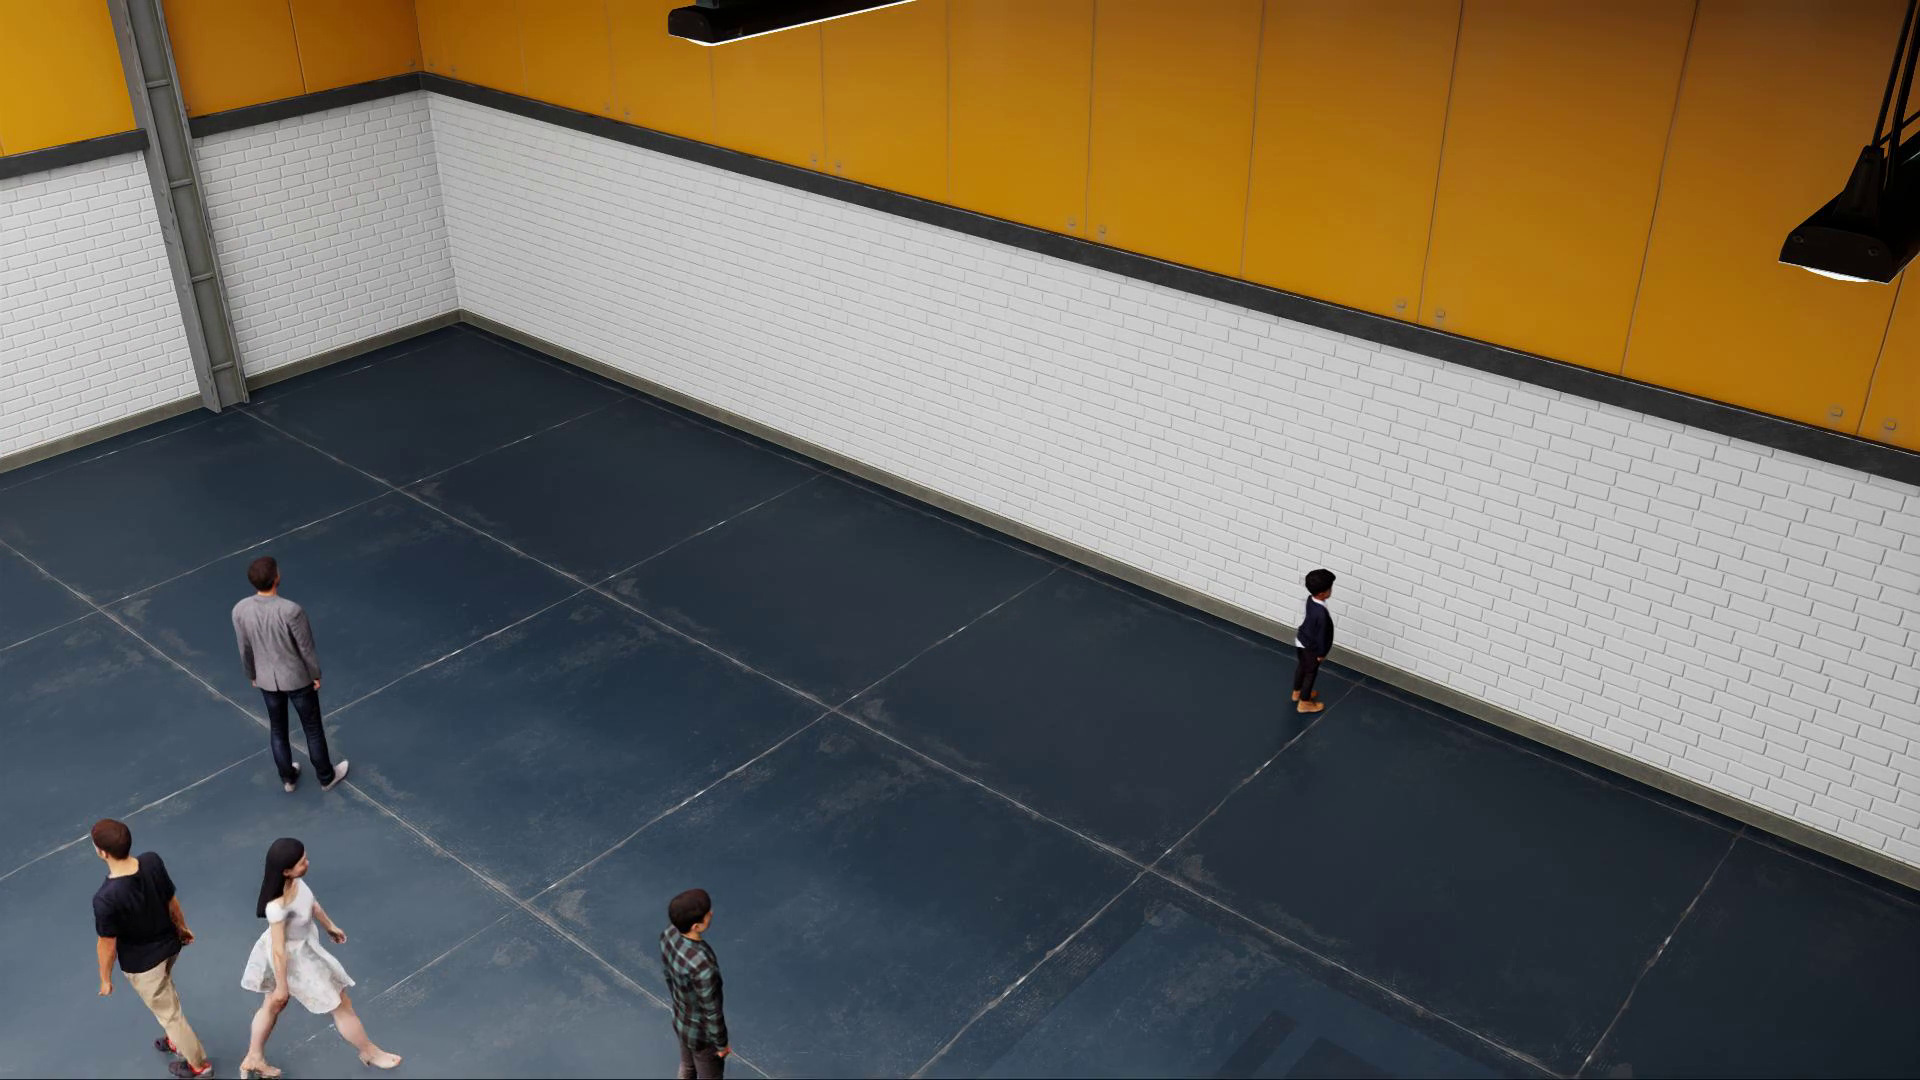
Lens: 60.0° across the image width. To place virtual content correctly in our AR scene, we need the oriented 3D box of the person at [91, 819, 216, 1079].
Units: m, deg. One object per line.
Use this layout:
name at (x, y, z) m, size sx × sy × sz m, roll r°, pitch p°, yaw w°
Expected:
person at (-4.476, 2.352, 9.367) m, size 0.884 × 1.843 × 0.804 m, roll 7°, pitch 29°, yaw 13°

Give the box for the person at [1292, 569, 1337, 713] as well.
person at (2.731, 0.768, 12.919) m, size 0.629 × 1.223 × 0.576 m, roll -4°, pitch 29°, yaw -7°

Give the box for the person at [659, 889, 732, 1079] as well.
person at (-1.430, 2.581, 9.006) m, size 0.625 × 1.715 × 0.722 m, roll -19°, pitch 34°, yaw -31°

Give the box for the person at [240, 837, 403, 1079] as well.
person at (-3.813, 2.423, 9.360) m, size 1.199 × 1.725 × 1.023 m, roll -8°, pitch 30°, yaw -15°

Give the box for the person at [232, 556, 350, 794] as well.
person at (-4.813, 0.973, 11.867) m, size 0.776 × 1.871 × 0.809 m, roll 1°, pitch 29°, yaw 1°
